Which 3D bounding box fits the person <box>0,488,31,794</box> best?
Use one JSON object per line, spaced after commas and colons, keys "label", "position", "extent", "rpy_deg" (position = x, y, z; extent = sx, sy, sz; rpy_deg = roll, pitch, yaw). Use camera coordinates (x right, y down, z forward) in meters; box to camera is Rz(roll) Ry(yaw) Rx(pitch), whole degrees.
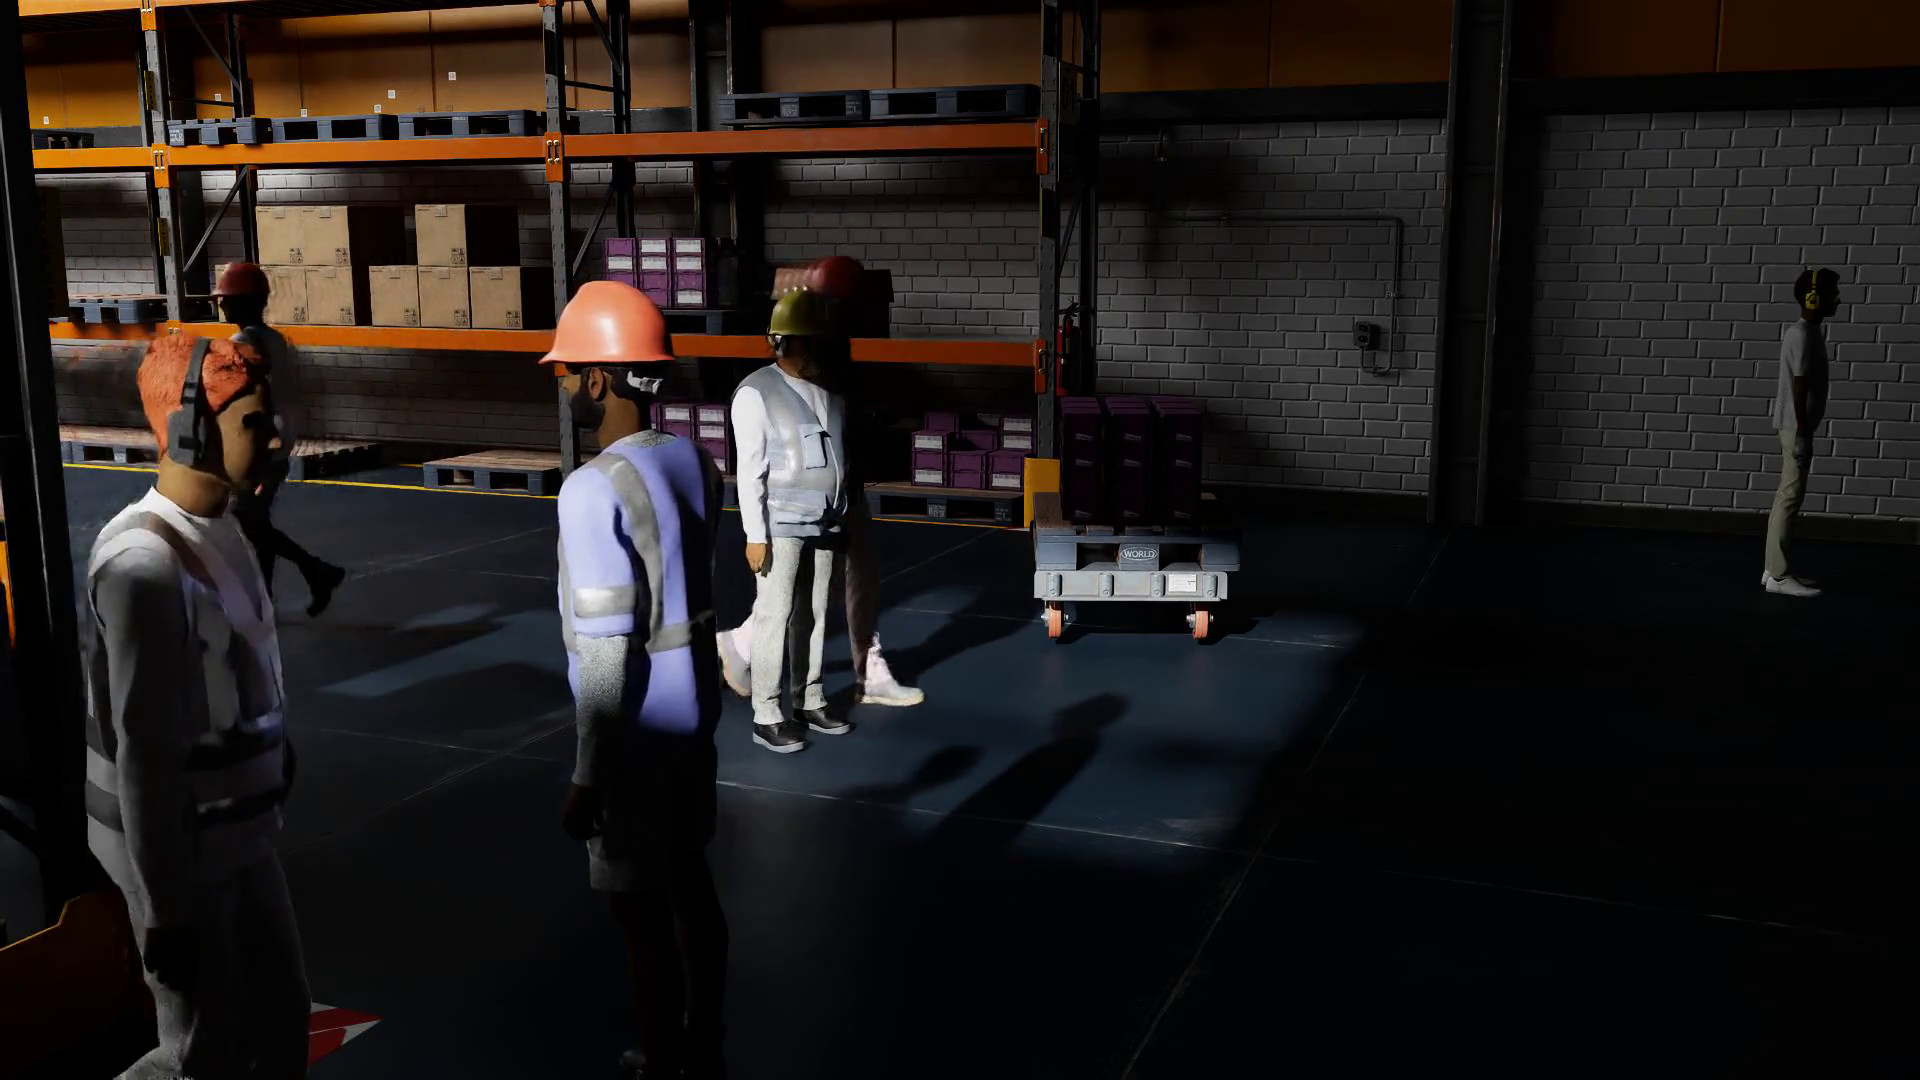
{"label": "person", "position": [-3.660, 0.066, 6.059], "extent": [0.522, 1.768, 0.312], "rpy_deg": [-1, 10, -7]}

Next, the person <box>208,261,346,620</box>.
{"label": "person", "position": [-3.617, -0.487, 8.697], "extent": [0.632, 1.926, 0.556], "rpy_deg": [-1, 10, -3]}

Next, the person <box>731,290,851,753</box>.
{"label": "person", "position": [-0.643, -0.079, 6.683], "extent": [0.403, 1.830, 0.600], "rpy_deg": [7, 12, 34]}

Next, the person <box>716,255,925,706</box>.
{"label": "person", "position": [-0.613, -0.233, 7.165], "extent": [0.831, 1.973, 0.621], "rpy_deg": [1, 10, 8]}

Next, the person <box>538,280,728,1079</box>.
{"label": "person", "position": [-0.724, 0.406, 3.681], "extent": [0.374, 1.939, 0.545], "rpy_deg": [3, 11, 18]}

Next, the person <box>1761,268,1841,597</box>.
{"label": "person", "position": [4.859, -0.618, 9.579], "extent": [0.329, 1.873, 0.514], "rpy_deg": [4, 11, 23]}

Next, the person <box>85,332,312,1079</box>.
{"label": "person", "position": [-1.479, 0.557, 3.027], "extent": [0.693, 1.869, 0.597], "rpy_deg": [-2, 10, -9]}

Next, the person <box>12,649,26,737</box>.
{"label": "person", "position": [-3.991, -0.197, 6.786], "extent": [0.421, 2.035, 0.612], "rpy_deg": [0, 10, -2]}
